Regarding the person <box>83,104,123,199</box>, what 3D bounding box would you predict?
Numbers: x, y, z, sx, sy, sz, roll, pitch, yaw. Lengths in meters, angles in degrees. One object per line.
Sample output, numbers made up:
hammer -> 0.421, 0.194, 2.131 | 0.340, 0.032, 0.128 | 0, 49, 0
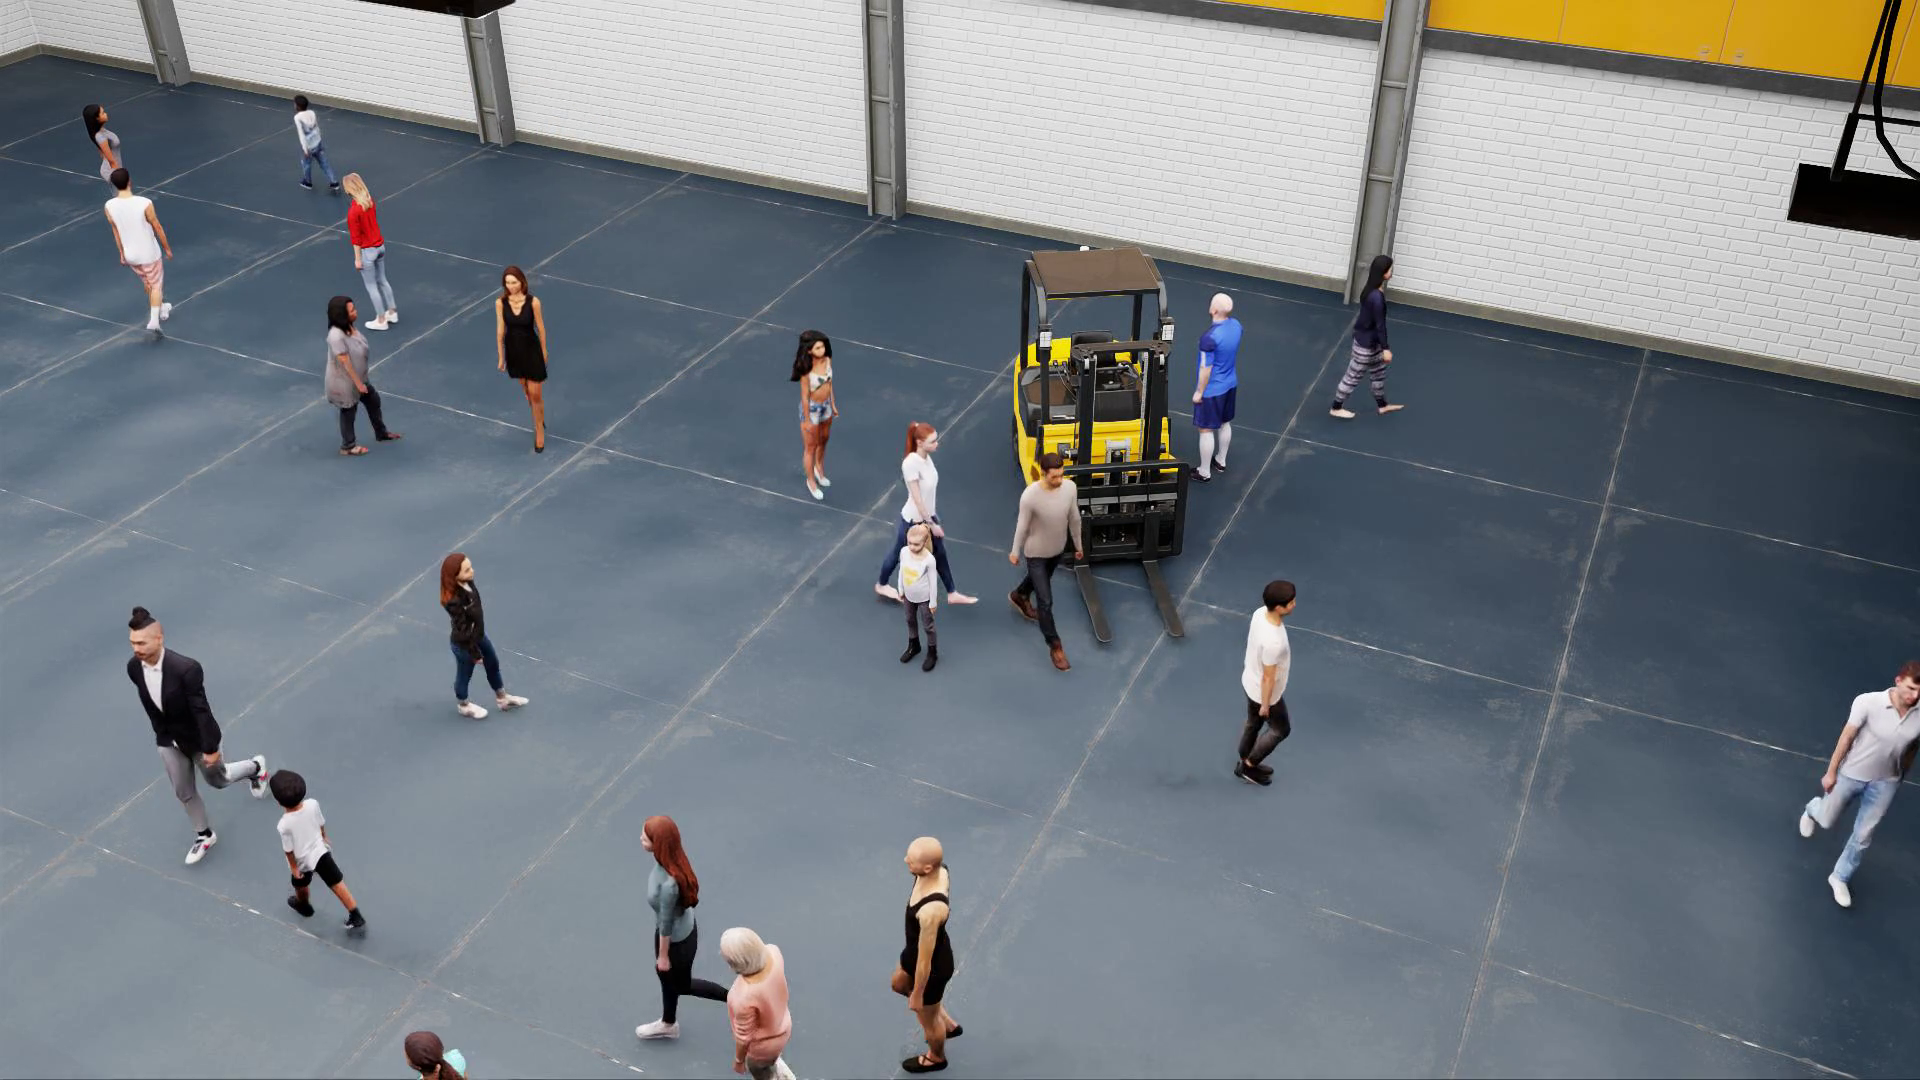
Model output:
person -> -9.821, -4.187, 19.309 | 0.719, 1.781, 0.606 | -22, 39, -29

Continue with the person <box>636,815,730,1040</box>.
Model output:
person -> -1.575, 2.287, 9.616 | 1.074, 1.729, 0.916 | -4, 34, -6

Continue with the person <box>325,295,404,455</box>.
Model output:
person -> -5.761, -1.507, 15.457 | 0.917, 1.582, 0.823 | -3, 34, -5

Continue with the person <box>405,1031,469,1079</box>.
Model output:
person -> -2.564, 3.080, 8.583 | 0.688, 1.551, 0.567 | 13, 36, 18

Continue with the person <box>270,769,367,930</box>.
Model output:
person -> -4.073, 1.985, 10.506 | 0.899, 1.246, 0.550 | 19, 38, 26

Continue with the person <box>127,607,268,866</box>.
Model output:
person -> -5.081, 1.209, 11.059 | 1.076, 1.927, 0.927 | 6, 34, 9

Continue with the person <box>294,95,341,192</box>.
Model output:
person -> -8.146, -4.980, 20.994 | 0.901, 1.236, 0.564 | 21, 39, 28

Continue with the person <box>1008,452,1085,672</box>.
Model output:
person -> 0.617, 0.045, 12.905 | 1.166, 1.822, 1.323 | -18, 38, -25

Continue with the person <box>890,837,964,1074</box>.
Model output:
person -> -0.091, 2.373, 9.417 | 0.820, 1.805, 0.786 | -4, 34, -5

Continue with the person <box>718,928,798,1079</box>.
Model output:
person -> -0.985, 2.705, 9.011 | 0.668, 1.703, 0.655 | 13, 36, 18

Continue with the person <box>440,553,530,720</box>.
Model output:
person -> -3.689, 0.713, 12.224 | 0.845, 1.463, 0.733 | 1, 34, 2

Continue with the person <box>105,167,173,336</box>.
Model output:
person -> -8.654, -3.003, 17.549 | 1.144, 1.758, 1.080 | -3, 34, -5

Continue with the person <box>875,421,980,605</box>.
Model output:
person -> -0.437, -0.169, 13.350 | 1.102, 1.686, 0.580 | 12, 35, 17

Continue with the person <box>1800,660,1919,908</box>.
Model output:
person -> 5.833, 1.472, 10.749 | 0.980, 1.832, 0.869 | 6, 34, 9

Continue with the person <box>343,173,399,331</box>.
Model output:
person -> -6.271, -3.066, 17.697 | 0.606, 1.699, 0.672 | 6, 34, 9

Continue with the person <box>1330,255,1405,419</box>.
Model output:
person -> 3.821, -1.910, 15.953 | 1.040, 1.703, 0.825 | 4, 34, 6

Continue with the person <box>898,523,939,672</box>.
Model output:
person -> -0.314, 0.418, 12.838 | 0.459, 1.274, 0.579 | 20, 39, 27

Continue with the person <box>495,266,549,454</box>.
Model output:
person -> -4.066, -1.755, 15.622 | 0.866, 1.812, 0.848 | 0, 34, 0

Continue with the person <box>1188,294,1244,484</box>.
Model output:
person -> 2.313, -1.388, 15.043 | 0.740, 1.842, 0.696 | -29, 43, -36

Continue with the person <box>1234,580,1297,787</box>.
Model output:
person -> 2.044, 0.992, 11.581 | 0.728, 1.711, 0.718 | -1, 34, -2

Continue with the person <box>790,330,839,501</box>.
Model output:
person -> -1.294, -1.147, 14.869 | 0.594, 1.634, 0.597 | 21, 39, 28
